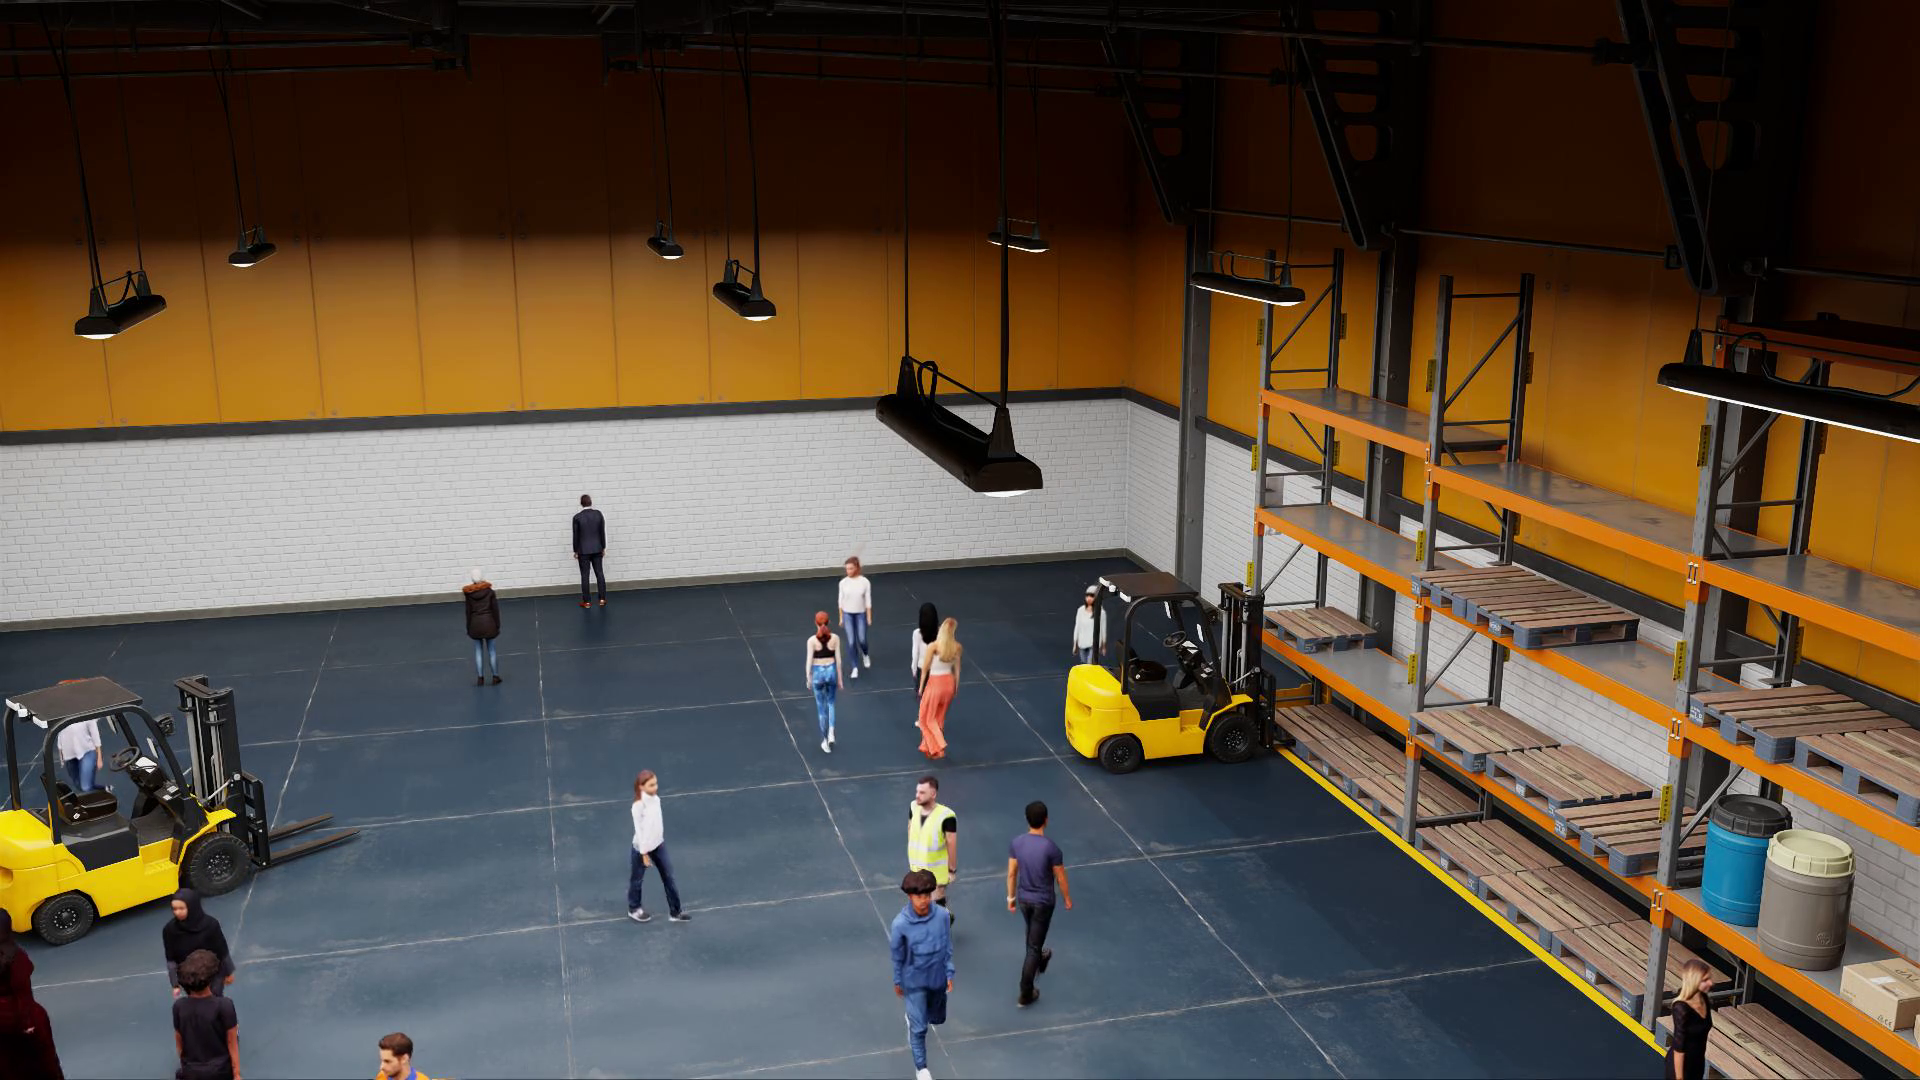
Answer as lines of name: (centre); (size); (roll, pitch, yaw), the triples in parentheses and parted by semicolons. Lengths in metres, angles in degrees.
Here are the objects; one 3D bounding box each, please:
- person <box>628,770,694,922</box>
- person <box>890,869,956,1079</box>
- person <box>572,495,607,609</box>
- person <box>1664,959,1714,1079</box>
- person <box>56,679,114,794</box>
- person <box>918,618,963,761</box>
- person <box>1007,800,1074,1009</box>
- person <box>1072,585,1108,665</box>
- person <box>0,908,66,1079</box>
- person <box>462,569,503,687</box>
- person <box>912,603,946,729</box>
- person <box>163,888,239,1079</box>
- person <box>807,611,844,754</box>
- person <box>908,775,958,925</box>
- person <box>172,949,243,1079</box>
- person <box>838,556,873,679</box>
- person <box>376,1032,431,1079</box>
person: (-3.034, 2.913, 15.826); (0.962, 1.530, 0.849); (10, 17, 36)
person: (-0.318, 3.419, 13.185); (0.782, 1.791, 1.046); (-6, 15, -23)
person: (-5.906, 0.167, 26.543); (0.733, 1.825, 0.677); (-7, 15, -26)
person: (5.196, 3.781, 11.930); (0.614, 1.676, 0.612); (-12, 18, -41)
person: (-9.470, 2.294, 18.044); (0.914, 1.690, 1.134); (2, 14, 9)
person: (-0.180, 1.826, 19.832); (0.790, 1.758, 0.895); (-10, 17, -36)
person: (0.607, 3.165, 14.318); (1.082, 1.751, 1.137); (8, 16, 31)
person: (1.732, 1.389, 21.941); (1.041, 1.615, 1.130); (7, 15, 27)
person: (-7.168, 3.644, 12.400); (0.887, 1.723, 1.021); (3, 14, 11)
person: (-6.514, 1.188, 22.728); (0.657, 1.636, 0.637); (-2, 14, -6)
person: (-0.363, 1.633, 20.794); (0.806, 1.680, 1.023); (-9, 16, -34)
person: (-6.050, 3.473, 13.392); (0.853, 1.588, 1.209); (0, 14, 0)
person: (-1.619, 1.746, 20.119); (0.599, 1.779, 0.662); (-4, 14, -17)
person: (-0.223, 2.956, 15.013); (1.060, 1.829, 1.073); (10, 17, 37)
person: (-5.324, 3.795, 11.721); (0.768, 1.749, 1.156); (-1, 14, -6)
person: (-1.459, 1.054, 23.120); (0.734, 1.712, 0.823); (0, 14, 1)
person: (-3.470, 3.987, 10.752); (1.163, 1.830, 1.229); (7, 15, 28)
